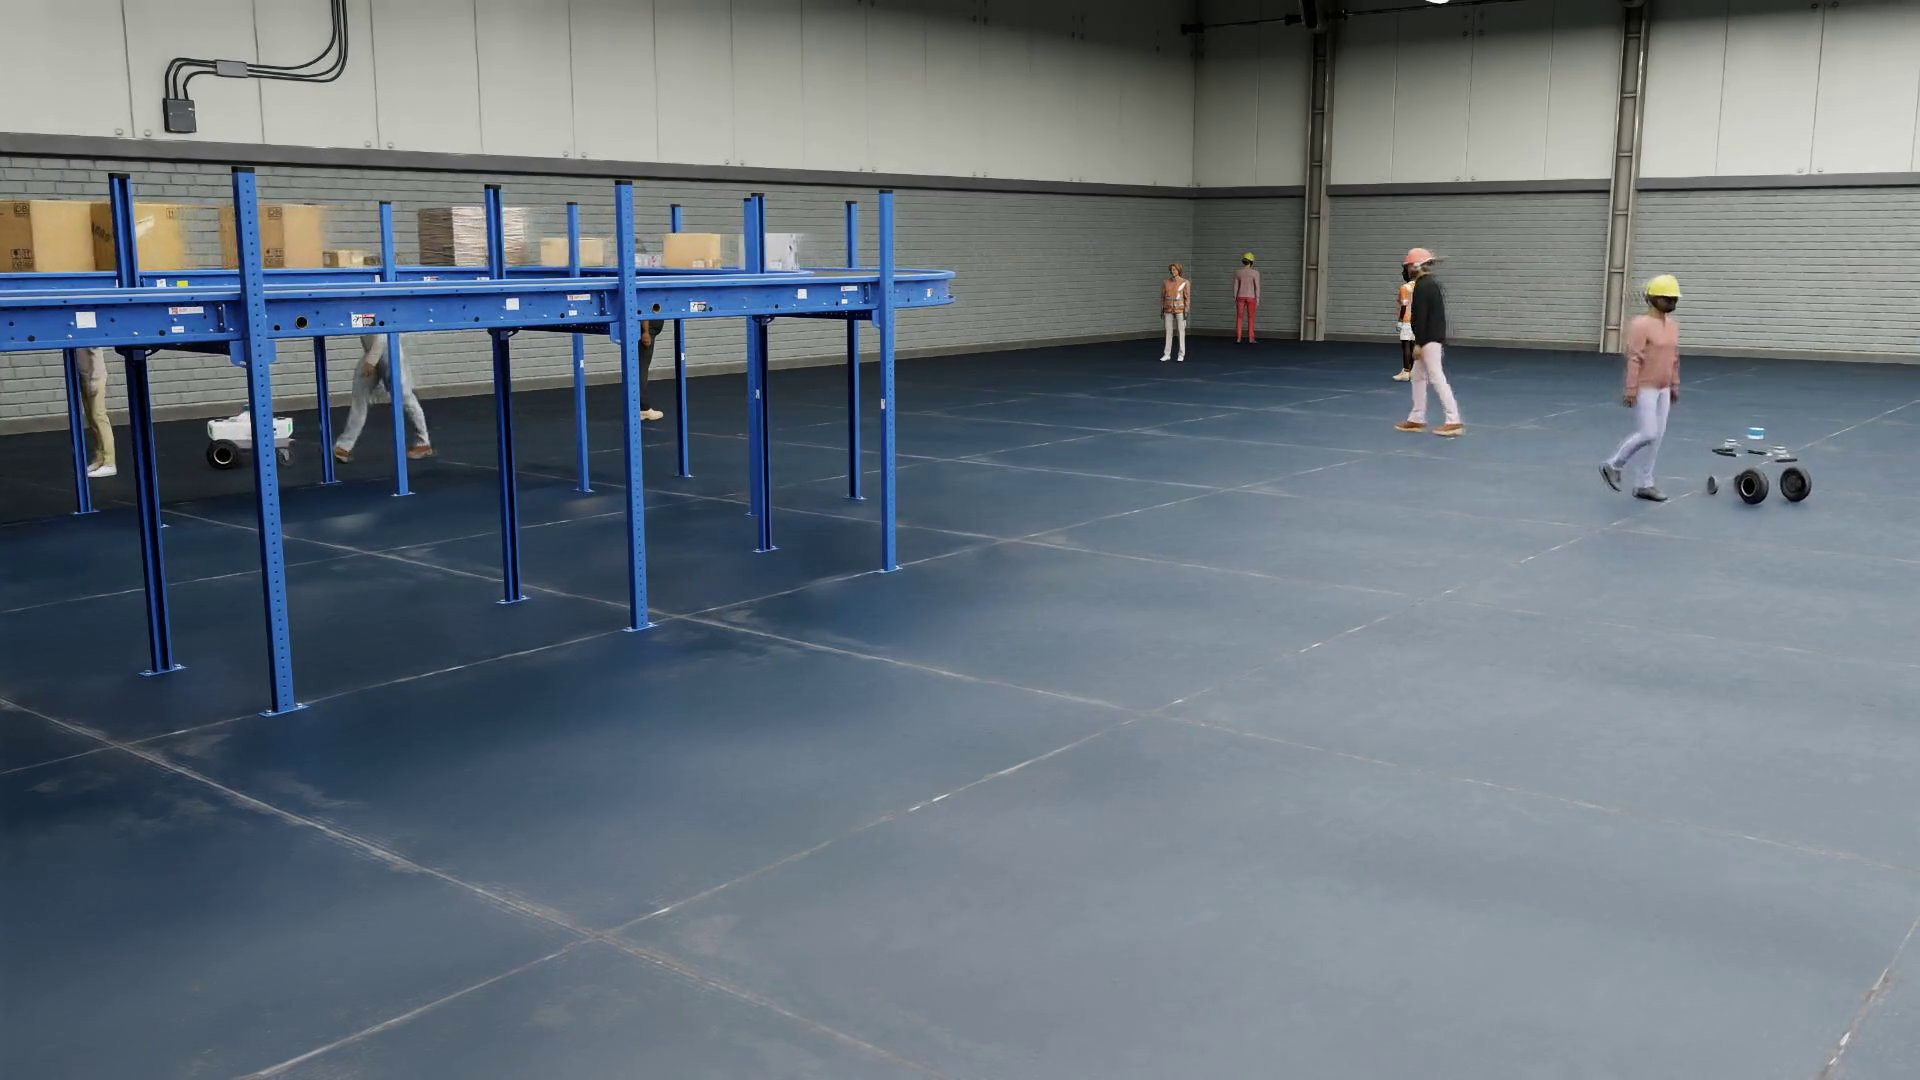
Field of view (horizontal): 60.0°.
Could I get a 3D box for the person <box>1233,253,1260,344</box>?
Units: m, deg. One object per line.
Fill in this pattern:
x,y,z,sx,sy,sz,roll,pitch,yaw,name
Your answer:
5.611,-4.725,32.540,0.533,1.767,0.325,5,11,26,person

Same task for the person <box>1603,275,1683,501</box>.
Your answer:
5.386,-1.186,12.969,0.529,1.754,0.440,-7,12,-33,person

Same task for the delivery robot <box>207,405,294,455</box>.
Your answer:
-6.391,-0.979,14.998,0.707,0.478,0.477,-4,11,-20,delivery robot

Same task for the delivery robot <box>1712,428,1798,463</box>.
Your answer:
6.265,-0.767,13.102,0.335,0.223,0.698,-3,11,-18,delivery robot

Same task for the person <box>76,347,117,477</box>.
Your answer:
-7.473,-1.361,14.273,0.268,1.631,0.507,-8,13,-38,person

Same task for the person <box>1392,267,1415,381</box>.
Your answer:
6.475,-3.154,24.028,0.318,1.697,0.535,8,13,39,person

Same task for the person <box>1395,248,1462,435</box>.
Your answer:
4.982,-2.085,17.478,0.763,1.944,0.630,4,11,23,person

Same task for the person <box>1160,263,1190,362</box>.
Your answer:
3.591,-3.806,27.797,0.516,1.641,0.308,6,12,30,person

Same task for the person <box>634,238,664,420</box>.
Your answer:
-3.635,-2.389,18.952,0.539,2.000,0.689,-6,12,-30,person

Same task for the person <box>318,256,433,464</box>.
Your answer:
-5.306,-1.627,15.113,0.629,1.872,1.097,9,14,41,person
